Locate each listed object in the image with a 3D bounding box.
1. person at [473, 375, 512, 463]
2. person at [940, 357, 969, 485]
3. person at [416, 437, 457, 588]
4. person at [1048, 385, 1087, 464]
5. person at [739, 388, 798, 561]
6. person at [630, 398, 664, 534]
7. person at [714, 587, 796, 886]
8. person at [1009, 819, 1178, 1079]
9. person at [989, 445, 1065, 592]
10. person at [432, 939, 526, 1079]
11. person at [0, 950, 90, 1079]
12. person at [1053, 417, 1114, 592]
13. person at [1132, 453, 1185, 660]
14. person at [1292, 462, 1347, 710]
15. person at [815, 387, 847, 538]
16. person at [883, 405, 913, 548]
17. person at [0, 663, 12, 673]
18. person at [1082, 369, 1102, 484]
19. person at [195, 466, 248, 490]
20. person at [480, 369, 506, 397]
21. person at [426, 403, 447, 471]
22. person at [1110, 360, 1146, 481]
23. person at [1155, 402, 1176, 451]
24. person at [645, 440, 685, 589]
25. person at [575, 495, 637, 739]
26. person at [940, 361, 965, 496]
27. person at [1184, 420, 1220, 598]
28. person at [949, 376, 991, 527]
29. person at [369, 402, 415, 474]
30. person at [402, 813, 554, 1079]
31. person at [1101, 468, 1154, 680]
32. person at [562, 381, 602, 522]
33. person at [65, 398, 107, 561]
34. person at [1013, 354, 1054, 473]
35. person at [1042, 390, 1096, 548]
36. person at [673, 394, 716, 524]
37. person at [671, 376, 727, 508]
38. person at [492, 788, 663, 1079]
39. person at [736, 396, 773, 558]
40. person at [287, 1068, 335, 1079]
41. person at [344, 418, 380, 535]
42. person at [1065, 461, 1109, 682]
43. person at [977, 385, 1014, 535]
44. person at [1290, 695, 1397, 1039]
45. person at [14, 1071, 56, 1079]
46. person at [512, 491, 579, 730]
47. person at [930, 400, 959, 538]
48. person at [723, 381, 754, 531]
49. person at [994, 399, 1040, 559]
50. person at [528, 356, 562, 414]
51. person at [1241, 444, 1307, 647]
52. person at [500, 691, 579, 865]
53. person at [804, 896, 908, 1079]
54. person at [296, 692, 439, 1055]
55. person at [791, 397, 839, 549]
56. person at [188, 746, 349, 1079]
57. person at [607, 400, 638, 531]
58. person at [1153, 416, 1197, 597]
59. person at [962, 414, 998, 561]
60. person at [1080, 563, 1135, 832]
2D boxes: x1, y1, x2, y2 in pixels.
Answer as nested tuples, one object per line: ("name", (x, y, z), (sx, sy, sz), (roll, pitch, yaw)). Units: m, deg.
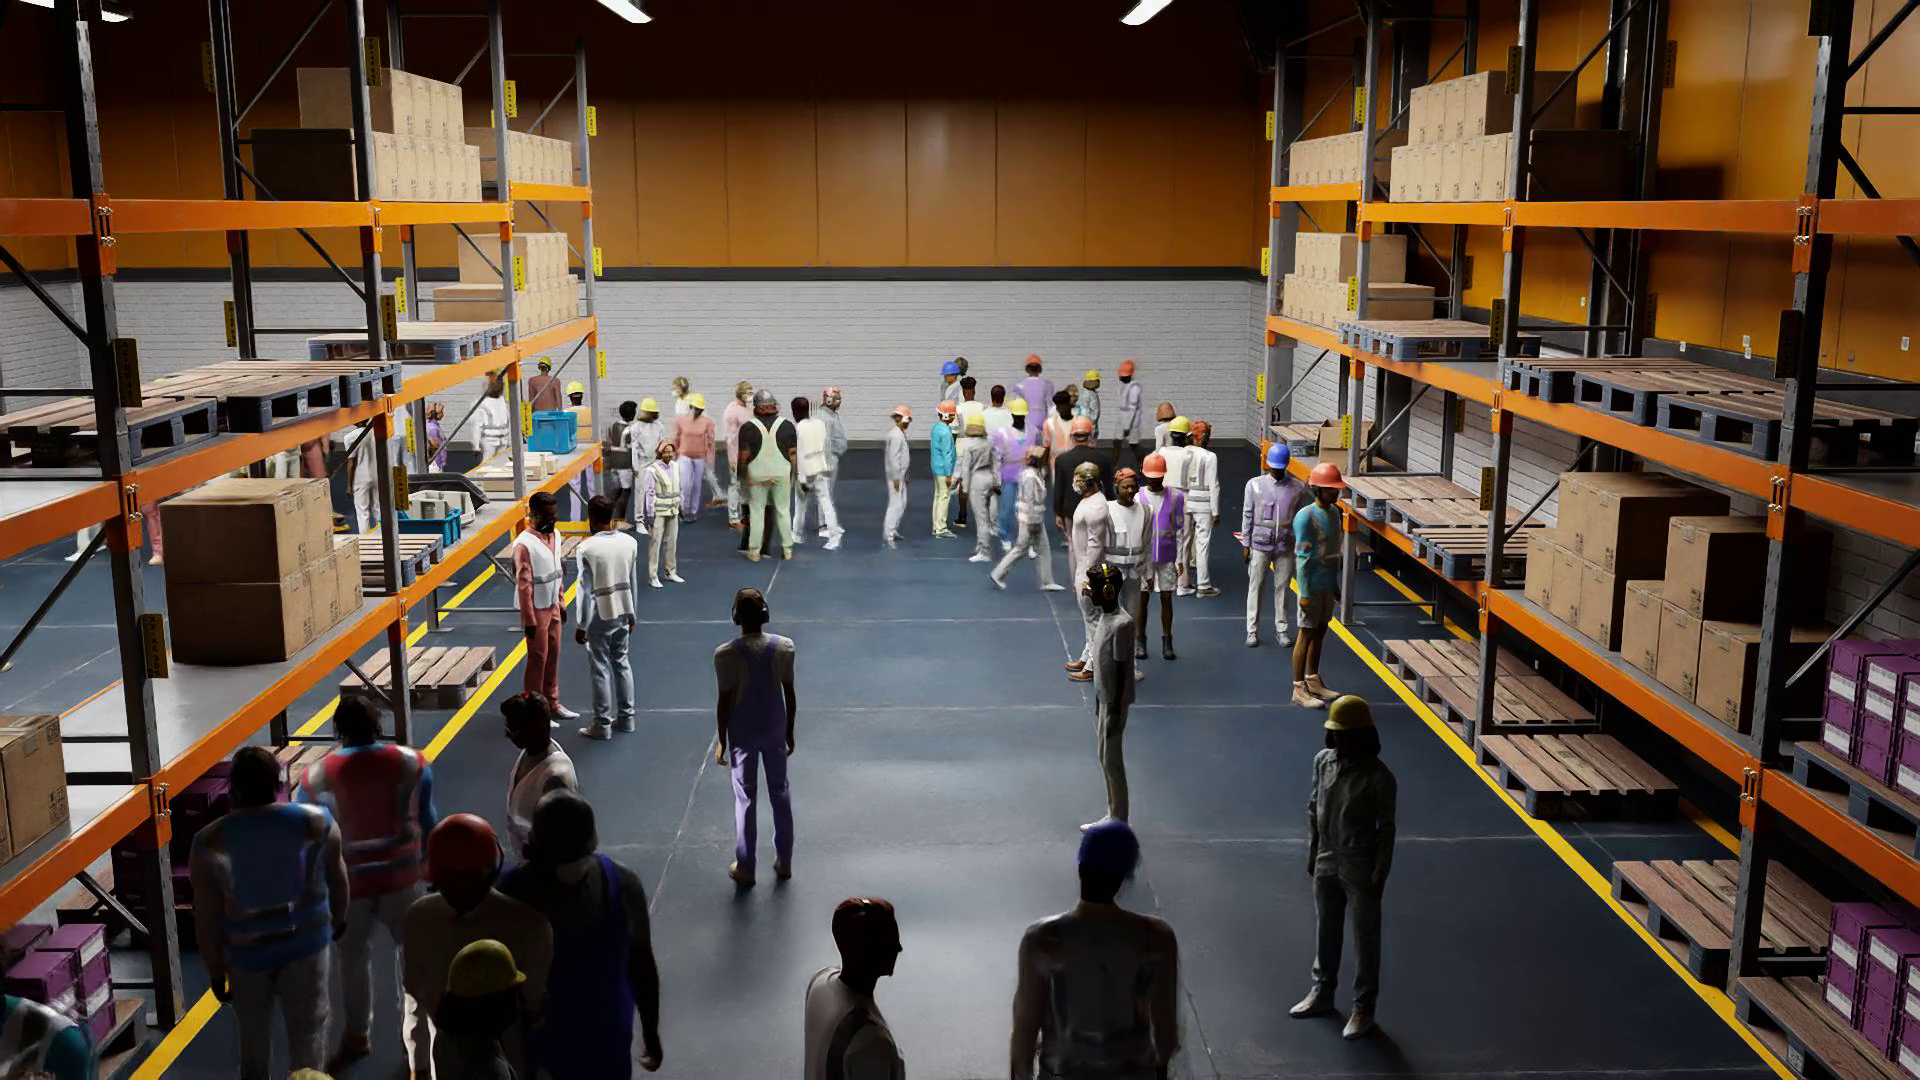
("person", (-6.362, -1.306, 22.639), (0.339, 1.868, 0.679), (8, 14, 33))
("person", (-0.027, -1.736, 24.602), (0.366, 1.935, 0.630), (-10, 15, -42))
("person", (-5.743, -0.300, 18.135), (0.308, 1.645, 0.514), (-9, 14, -38))
("person", (1.440, -1.149, 21.990), (0.510, 1.791, 0.979), (-2, 11, -8))
("person", (-2.255, -0.780, 19.544), (0.684, 2.000, 0.536), (-3, 12, -12))
("person", (-3.938, -0.943, 21.146), (0.489, 1.734, 0.325), (-11, 15, -43))
("person", (-1.243, 1.196, 10.139), (0.506, 1.842, 0.350), (-5, 12, -22))
("person", (0.495, 1.961, 6.131), (0.642, 1.904, 0.623), (-1, 11, -3))
("person", (0.711, -0.231, 17.865), (0.773, 1.606, 0.537), (3, 12, 14))
("person", (-1.568, 2.165, 5.559), (0.323, 1.737, 0.488), (-8, 14, -34))
("person", (-3.196, 2.154, 5.477), (0.620, 1.795, 0.978), (1, 11, 3))
("person", (1.289, -0.317, 17.476), (0.624, 1.951, 1.023), (3, 12, 14))
("person", (1.775, 0.149, 15.189), (0.549, 1.924, 0.386), (0, 11, -1))
("person", (2.987, 0.369, 13.775), (0.376, 2.045, 0.605), (9, 14, 38))
("person", (-1.614, -0.977, 20.893), (0.403, 1.900, 0.639), (0, 11, 0))
("person", (-0.774, -0.781, 20.372), (0.368, 1.717, 0.650), (1, 11, 4))
("person", (-8.725, 0.288, 14.717), (0.502, 1.837, 0.349), (6, 13, 27))
("person", (1.956, -1.660, 24.698), (0.283, 1.746, 0.493), (4, 12, 21))
("person", (-7.480, -0.237, 17.020), (0.602, 1.961, 0.371), (1, 11, 3))
("person", (-7.219, -1.867, 25.508), (0.552, 1.828, 0.896), (7, 13, 30))
("person", (-6.778, -0.967, 21.514), (0.319, 1.631, 0.524), (-4, 12, -20))
("person", (2.452, -1.773, 24.951), (0.937, 1.866, 0.623), (-6, 13, -26))
("person", (2.669, -0.971, 21.527), (0.285, 1.631, 0.501), (10, 15, 42))
("person", (-3.225, -0.289, 18.140), (0.327, 1.626, 0.527), (8, 14, 33))
("person", (-2.746, 0.598, 12.984), (0.408, 1.907, 0.598), (7, 13, 32))
("person", (-0.092, -1.611, 23.979), (0.425, 1.939, 0.606), (-6, 13, -30))
("person", (2.529, -0.333, 17.689), (0.353, 1.887, 0.573), (-10, 15, -41))
("person", (0.127, -1.143, 21.570), (0.603, 1.959, 0.379), (-3, 12, -17))
("person", (-7.891, -1.490, 23.101), (0.707, 2.000, 0.714), (-9, 14, -39))
("person", (-1.758, 1.935, 6.080), (0.621, 1.986, 0.409), (3, 12, 16))
("person", (1.420, 0.306, 14.493), (0.573, 1.883, 0.356), (-4, 12, -18))
("person", (-4.876, -1.071, 21.310), (0.585, 1.918, 0.378), (-7, 13, -31))
("person", (-10.391, -0.723, 19.702), (0.641, 1.875, 0.683), (-9, 14, -38))
("person", (1.077, -1.715, 24.390), (0.613, 1.994, 1.029), (1, 11, 3))
("person", (1.348, -0.869, 20.294), (0.720, 1.901, 0.920), (1, 11, 6))
("person", (-3.479, -1.073, 21.794), (0.545, 1.713, 0.575), (-3, 12, -12))
("person", (-3.640, -1.299, 22.614), (1.047, 1.872, 0.660), (-6, 13, -26))
("person", (-1.450, 1.874, 6.234), (0.704, 2.000, 0.535), (-8, 14, -33))
("person", (-2.415, -0.758, 19.723), (0.612, 1.942, 0.656), (-6, 13, -26))
("person", (-1.728, 2.333, 4.724), (0.615, 1.710, 0.771), (-1, 11, -4))
("person", (-6.976, -0.677, 19.518), (0.345, 1.847, 0.506), (8, 14, 34))
("person", (1.124, 0.271, 14.537), (0.373, 1.938, 0.630), (0, 11, 1))
("person", (0.480, -1.005, 21.009), (0.633, 1.907, 0.478), (1, 11, 3))
("person", (1.924, 1.613, 8.291), (0.312, 1.744, 0.487), (-9, 15, -39))
("person", (-2.352, 2.335, 4.441), (0.711, 1.843, 0.908), (3, 12, 16))
("person", (-3.326, 0.551, 13.211), (0.405, 1.909, 0.597), (3, 12, 14))
("person", (-0.182, -0.891, 20.866), (0.352, 1.738, 0.573), (-3, 12, -15))
("person", (-2.798, -1.079, 21.332), (0.379, 1.932, 0.628), (5, 12, 23))
("person", (0.680, -0.753, 19.857), (0.597, 1.887, 0.920), (-3, 12, -15))
("person", (-6.666, -2.077, 26.780), (0.532, 1.754, 0.340), (-1, 11, -4))
("person", (2.950, 0.050, 15.640), (0.604, 1.937, 0.402), (0, 11, 1))
("person", (-1.998, 1.612, 8.058), (0.390, 1.838, 0.563), (-6, 13, -27))
("person", (-0.355, 2.091, 5.575), (0.356, 1.876, 0.575), (-5, 12, -22))
("person", (-2.822, 1.631, 7.987), (0.650, 1.826, 0.560), (-4, 12, -20))
("person", (-1.814, -0.821, 20.217), (1.008, 1.862, 0.630), (10, 15, 41))
("person", (-3.034, 1.767, 7.382), (0.629, 1.806, 0.838), (-5, 12, -22))
("person", (-4.320, -0.953, 21.318), (0.555, 1.669, 0.413), (11, 16, 44))
("person", (2.317, -0.360, 17.750), (0.589, 1.918, 0.390), (8, 14, 34))
("person", (0.236, -0.623, 19.607), (0.556, 1.705, 0.532), (-11, 16, -43))
("person", (0.955, 1.063, 10.784), (0.350, 1.856, 0.519), (-1, 11, -7))
